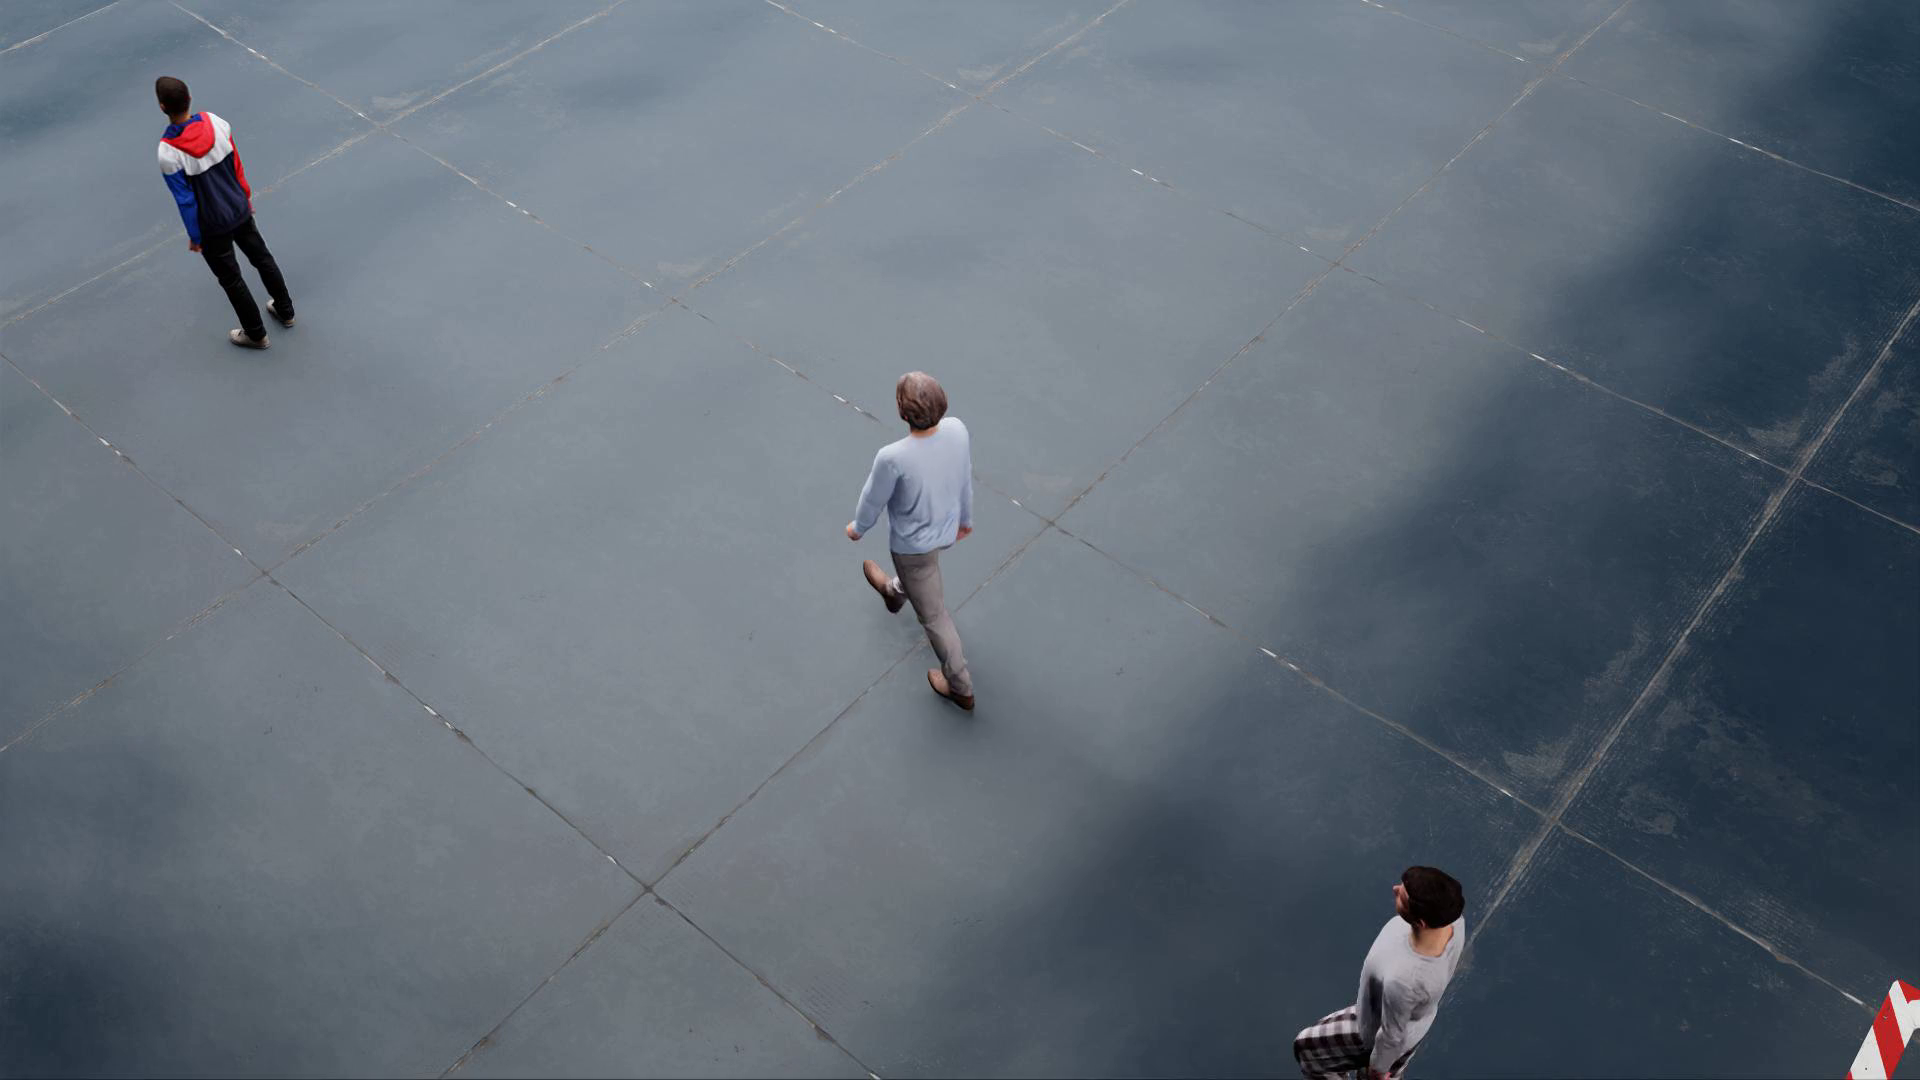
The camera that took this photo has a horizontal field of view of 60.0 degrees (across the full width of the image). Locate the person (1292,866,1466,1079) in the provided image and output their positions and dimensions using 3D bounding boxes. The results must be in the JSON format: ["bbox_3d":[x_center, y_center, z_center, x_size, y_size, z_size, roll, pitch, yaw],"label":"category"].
[{"bbox_3d":[1.670,1.797,6.153,0.663,1.836,0.618,31,54,25],"label":"person"}]

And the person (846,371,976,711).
[{"bbox_3d":[-0.111,0.051,7.766,0.811,1.838,1.284,-33,55,-27],"label":"person"}]

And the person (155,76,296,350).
[{"bbox_3d":[-4.279,-1.885,9.611,0.595,1.757,0.675,23,51,20],"label":"person"}]
